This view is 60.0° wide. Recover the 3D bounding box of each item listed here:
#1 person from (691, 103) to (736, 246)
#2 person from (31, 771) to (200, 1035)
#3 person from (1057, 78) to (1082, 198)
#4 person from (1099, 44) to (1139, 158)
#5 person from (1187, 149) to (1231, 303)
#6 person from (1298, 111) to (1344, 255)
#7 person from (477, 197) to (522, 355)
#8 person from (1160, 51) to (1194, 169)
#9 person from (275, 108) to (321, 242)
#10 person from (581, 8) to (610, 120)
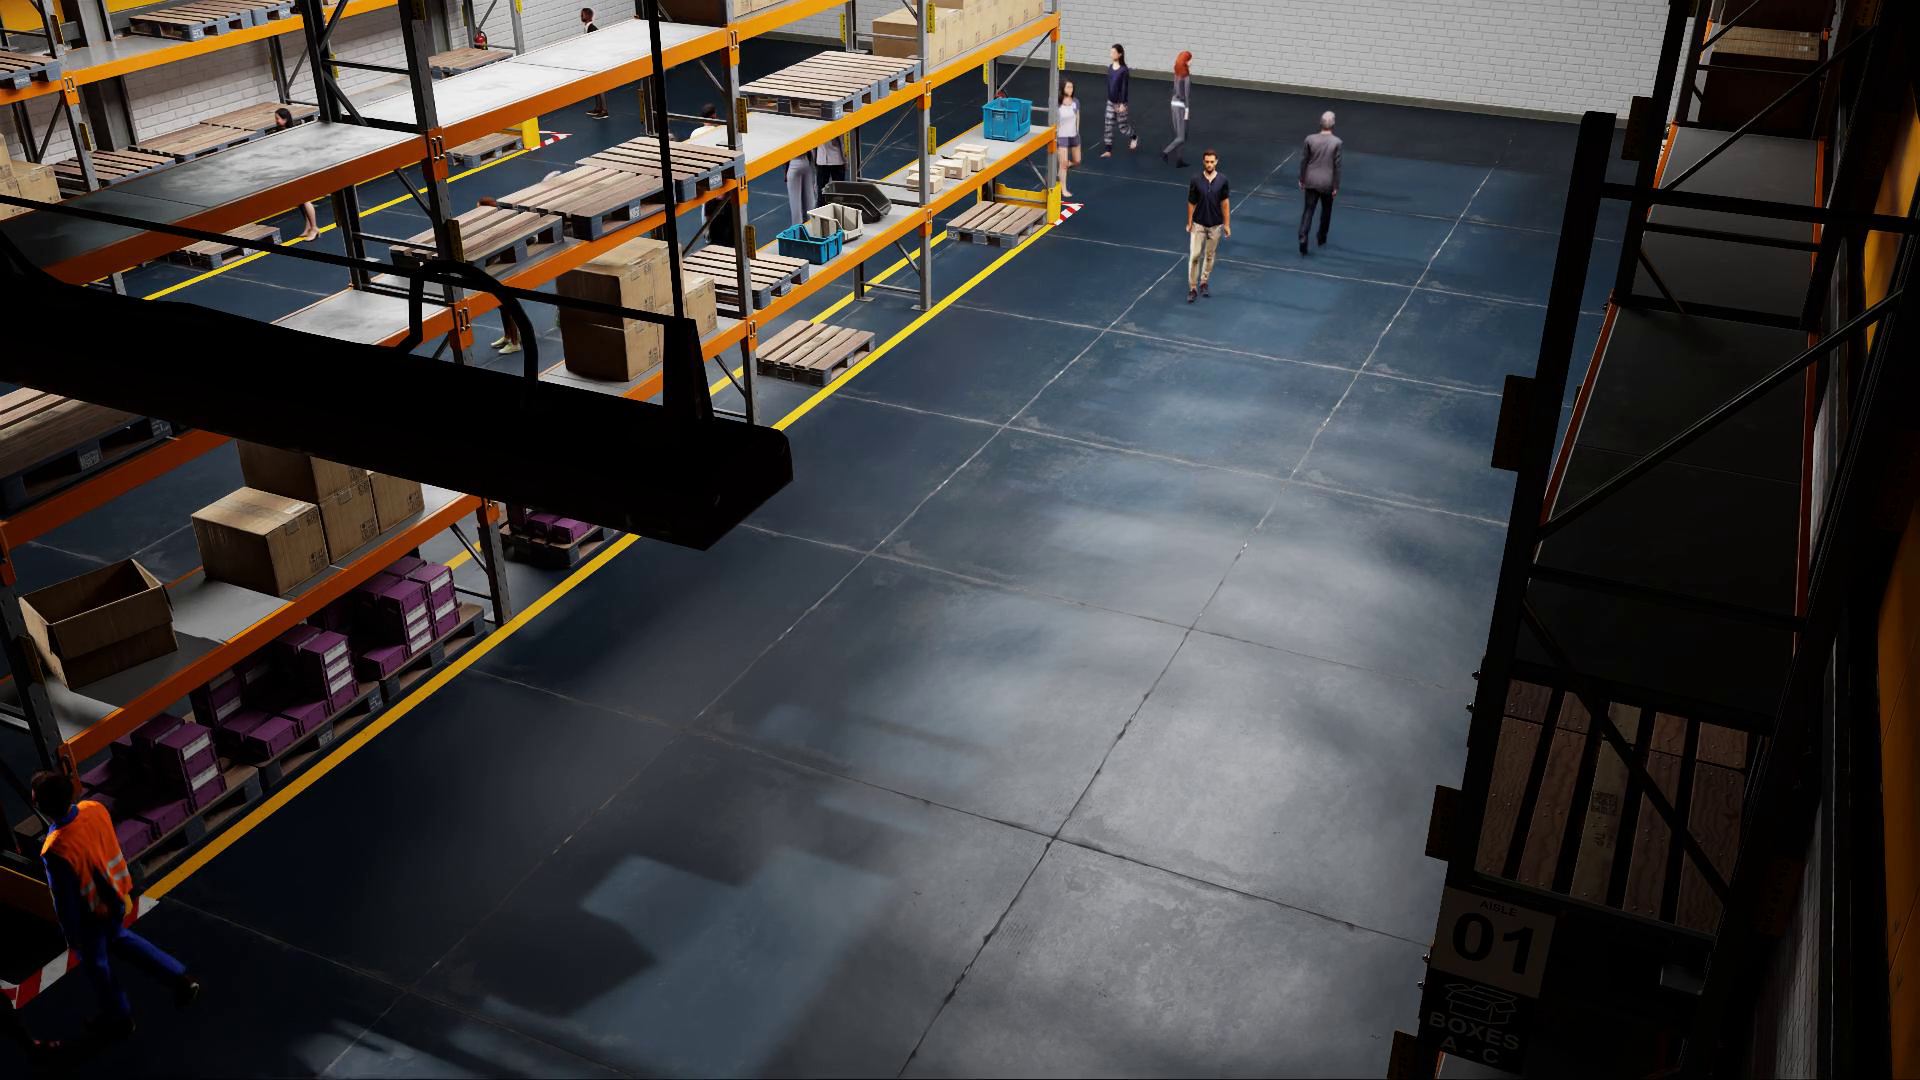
[{"bbox_3d":[-3.255,-4.822,21.968,0.708,1.863,0.618,8,30,14],"label":"person"},{"bbox_3d":[-4.779,2.076,9.339,0.916,1.846,0.991,3,29,6],"label":"person"},{"bbox_3d":[1.497,-5.826,23.982,0.810,1.696,0.863,-15,32,-25],"label":"person"},{"bbox_3d":[2.495,-6.783,25.727,1.093,1.705,0.844,-23,36,-36],"label":"person"},{"bbox_3d":[3.008,-3.872,20.251,0.841,1.838,0.956,1,29,2],"label":"person"},{"bbox_3d":[4.673,-4.621,21.662,0.728,1.802,1.149,11,30,19],"label":"person"},{"bbox_3d":[-5.174,-2.974,18.655,0.707,1.791,0.664,-14,32,-24],"label":"person"},{"bbox_3d":[3.259,-6.455,25.059,0.934,1.769,0.859,-11,30,-19],"label":"person"},{"bbox_3d":[-8.852,-4.873,22.159,0.793,1.769,0.773,-19,34,-31],"label":"person"},{"bbox_3d":[-6.133,-7.989,27.840,0.755,1.799,0.740,-15,32,-25],"label":"person"}]
